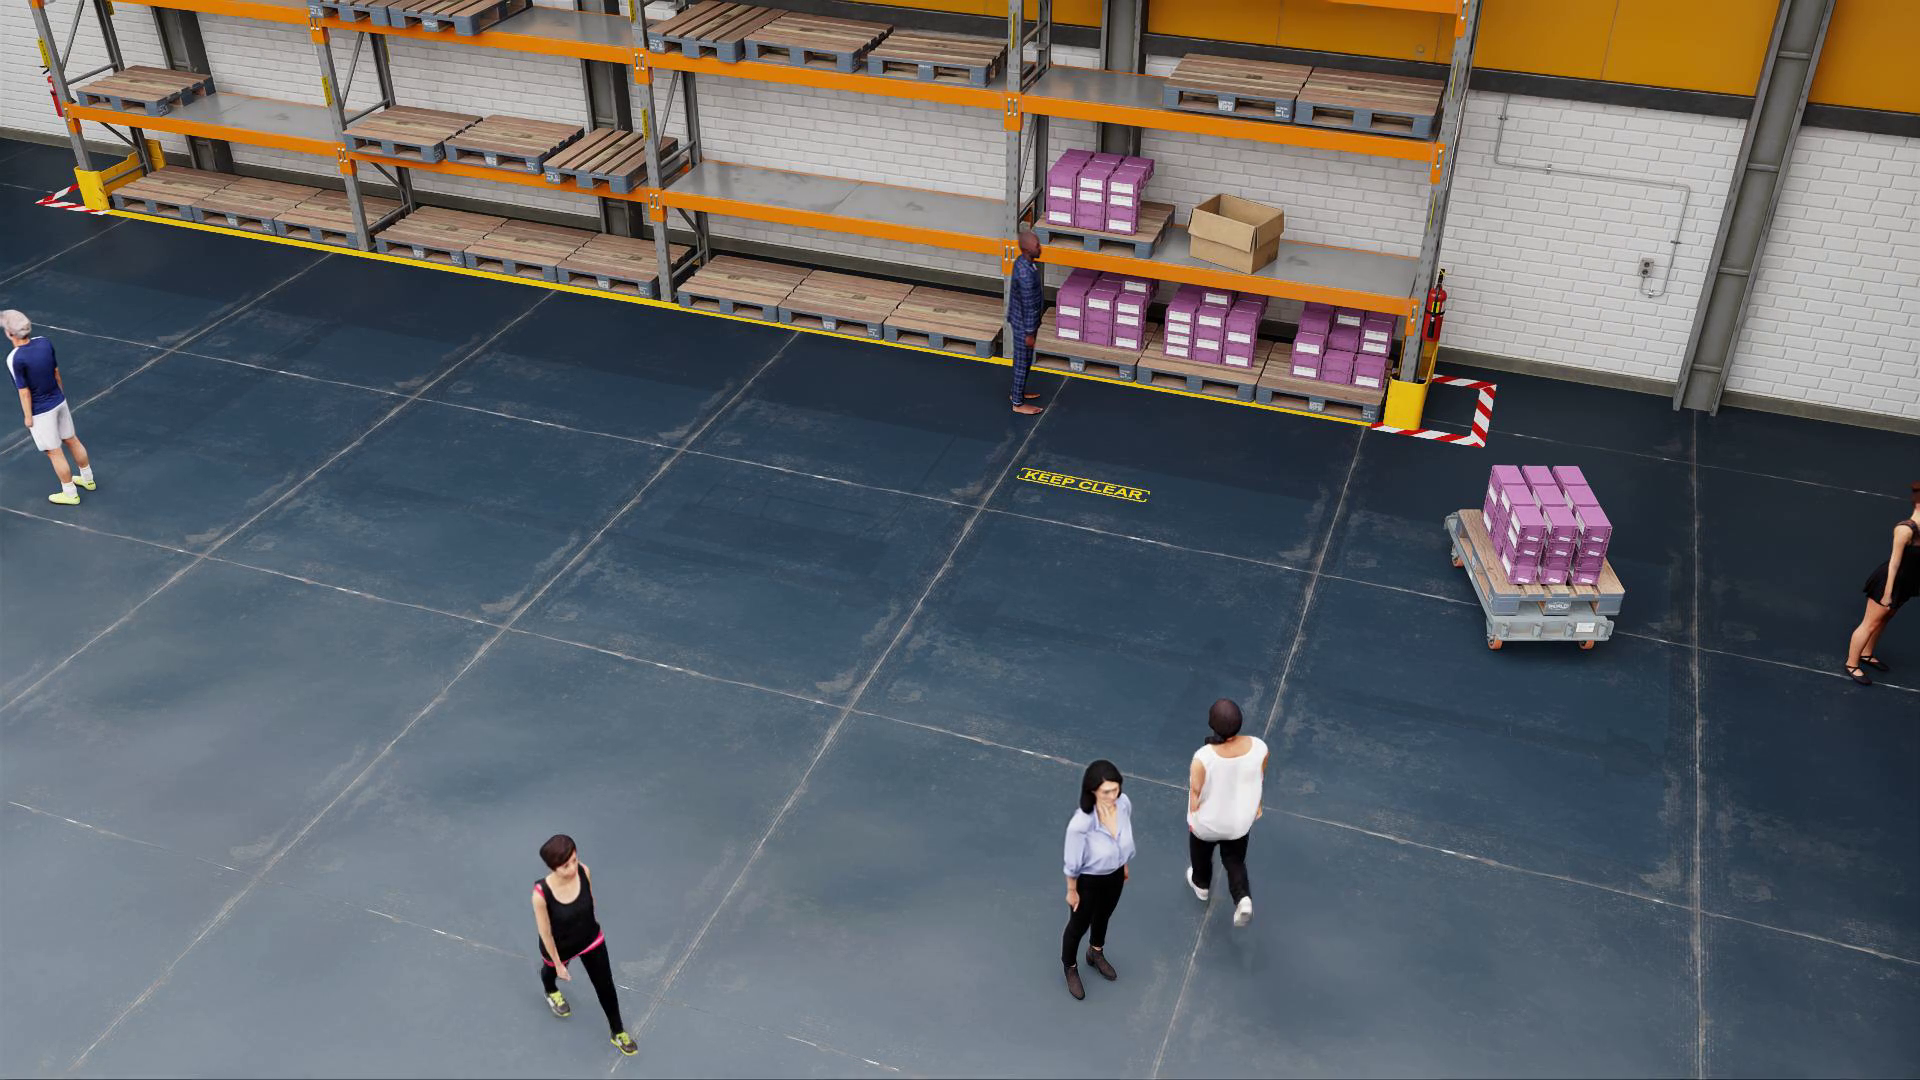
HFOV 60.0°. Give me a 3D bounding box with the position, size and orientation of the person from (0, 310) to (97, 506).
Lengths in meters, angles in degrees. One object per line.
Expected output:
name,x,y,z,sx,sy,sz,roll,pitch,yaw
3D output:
person,-7.995,-1.174,14.543,0.587,1.839,0.656,7,34,11

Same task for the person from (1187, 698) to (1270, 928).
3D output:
person,1.641,1.714,10.353,0.997,1.668,1.005,-7,34,-10

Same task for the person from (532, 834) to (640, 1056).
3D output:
person,-2.305,2.280,9.639,0.862,1.514,1.093,-26,42,-34

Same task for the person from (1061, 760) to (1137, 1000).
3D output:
person,0.813,1.995,9.862,0.727,1.743,0.743,-22,39,-29

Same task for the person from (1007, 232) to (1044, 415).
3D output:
person,0.626,-2.106,15.964,0.714,1.818,0.739,-1,34,-1

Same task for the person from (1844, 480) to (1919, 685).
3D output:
person,7.015,0.304,12.468,0.677,1.674,0.716,-22,39,-29
